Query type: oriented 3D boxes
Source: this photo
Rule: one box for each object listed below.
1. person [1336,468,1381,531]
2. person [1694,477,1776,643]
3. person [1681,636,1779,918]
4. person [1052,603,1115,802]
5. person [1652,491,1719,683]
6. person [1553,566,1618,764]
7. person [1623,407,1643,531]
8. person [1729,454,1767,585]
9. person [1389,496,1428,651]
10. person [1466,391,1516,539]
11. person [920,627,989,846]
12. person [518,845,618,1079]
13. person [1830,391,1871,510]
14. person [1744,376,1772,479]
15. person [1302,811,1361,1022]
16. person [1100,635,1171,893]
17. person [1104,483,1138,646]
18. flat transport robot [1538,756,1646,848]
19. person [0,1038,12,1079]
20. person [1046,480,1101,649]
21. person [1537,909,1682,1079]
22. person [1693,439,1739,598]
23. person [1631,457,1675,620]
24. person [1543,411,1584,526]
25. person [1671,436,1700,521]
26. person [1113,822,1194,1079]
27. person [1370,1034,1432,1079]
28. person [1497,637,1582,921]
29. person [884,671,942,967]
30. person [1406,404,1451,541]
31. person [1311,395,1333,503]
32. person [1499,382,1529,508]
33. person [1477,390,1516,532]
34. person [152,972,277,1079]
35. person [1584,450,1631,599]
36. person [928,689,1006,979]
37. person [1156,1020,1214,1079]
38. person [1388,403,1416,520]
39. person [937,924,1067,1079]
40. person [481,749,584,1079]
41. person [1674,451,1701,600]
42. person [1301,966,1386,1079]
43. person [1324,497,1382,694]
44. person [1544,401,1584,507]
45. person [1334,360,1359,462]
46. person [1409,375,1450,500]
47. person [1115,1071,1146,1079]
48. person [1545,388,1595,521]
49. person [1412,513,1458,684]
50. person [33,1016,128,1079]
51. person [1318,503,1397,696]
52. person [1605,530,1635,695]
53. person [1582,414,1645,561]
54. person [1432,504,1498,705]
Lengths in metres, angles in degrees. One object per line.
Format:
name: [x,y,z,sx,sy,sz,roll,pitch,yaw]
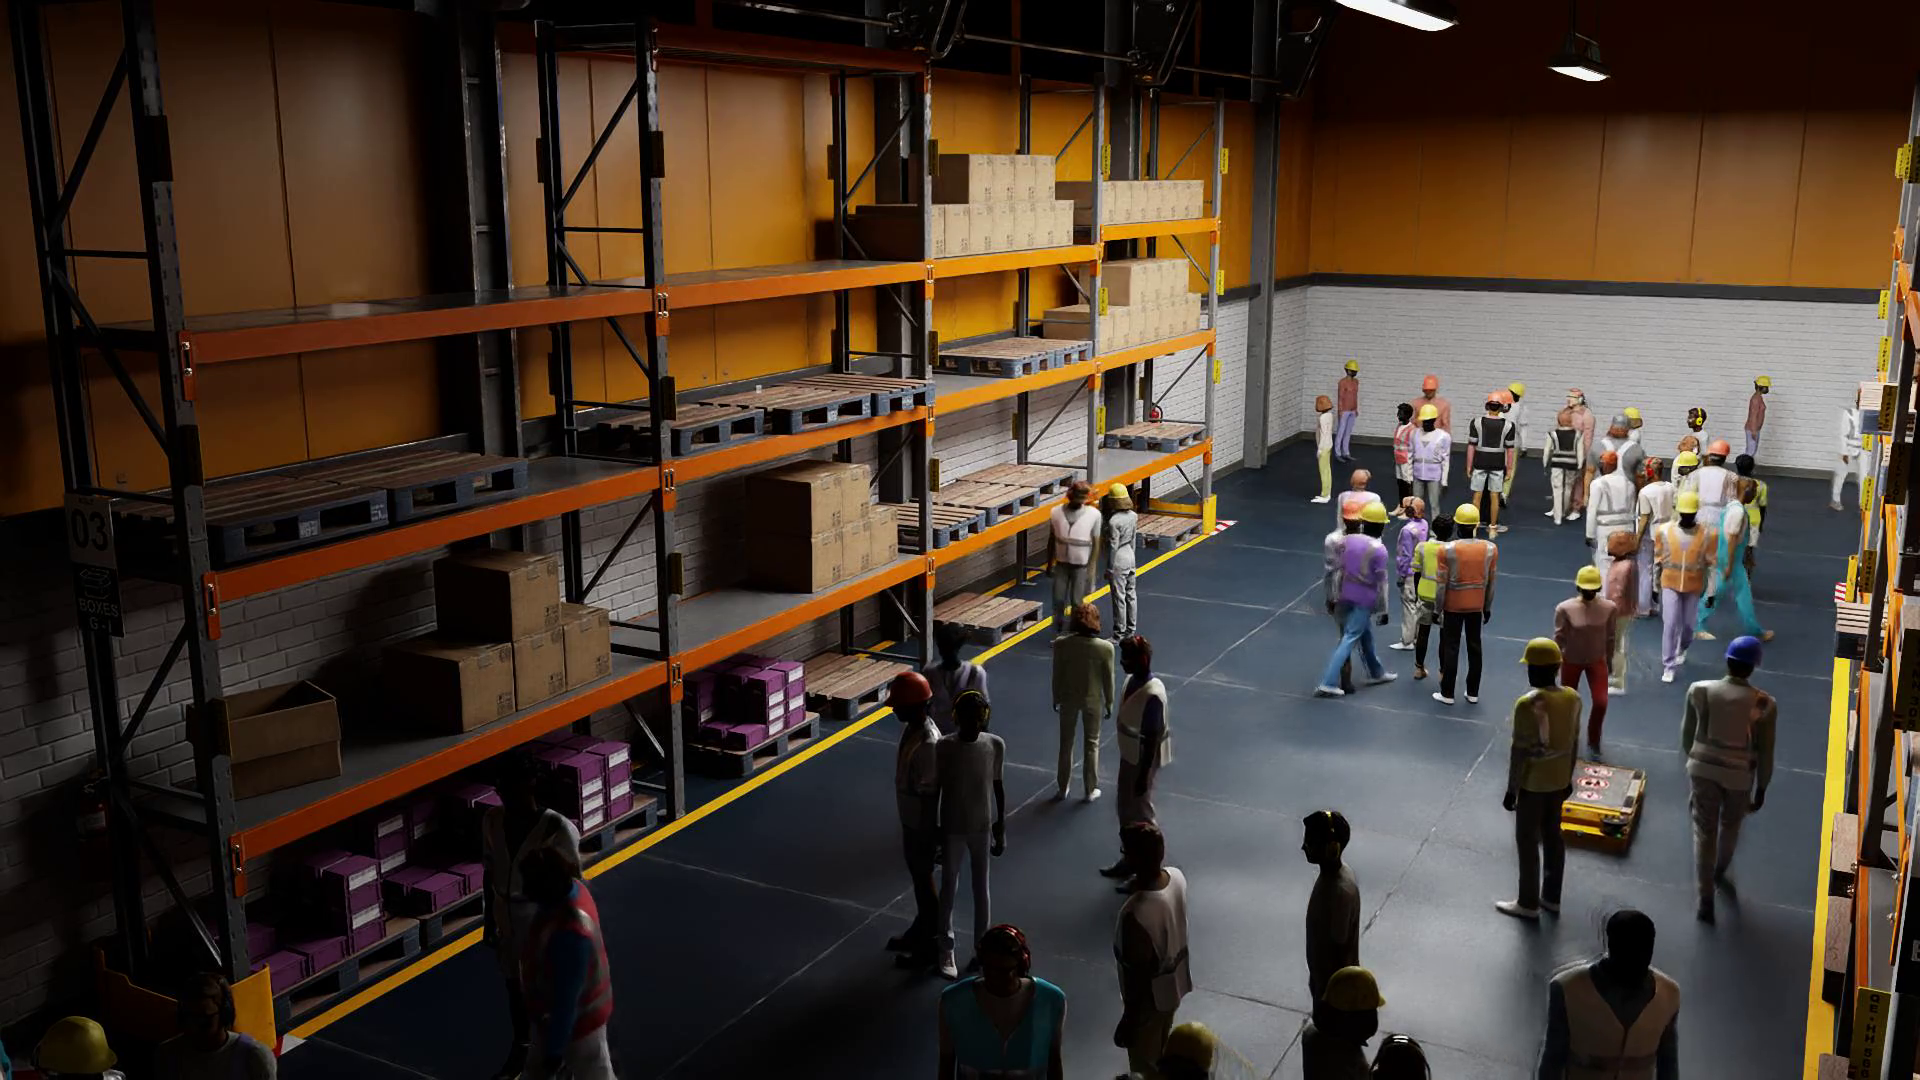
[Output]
person: [4.574,-0.013,19.086,0.545,1.622,0.378,8,15,30]
person: [8.247,0.222,17.707,0.863,1.792,0.546,2,13,10]
person: [5.255,1.569,11.429,0.593,1.878,1.010,6,14,26]
person: [0.981,1.292,13.267,0.503,1.622,0.299,3,13,11]
person: [7.194,0.423,16.544,0.600,1.901,0.818,5,14,23]
person: [5.298,1.039,14.174,0.534,1.727,0.576,2,13,8]
person: [9.332,-0.989,23.240,0.321,1.737,0.488,5,14,22]
person: [9.349,-0.195,19.872,0.530,1.650,0.880,3,13,13]
person: [4.734,0.348,17.459,0.307,1.639,0.525,9,15,35]
person: [7.231,-1.016,22.698,0.612,2.029,0.407,4,13,16]
person: [-0.037,1.423,12.561,0.550,1.672,0.626,2,13,7]
person: [-2.037,2.350,8.140,0.932,1.792,0.644,-4,13,-17]
person: [13.124,-1.284,24.335,0.573,1.833,0.994,1,13,3]
person: [12.742,-1.755,26.616,0.343,1.757,0.532,8,15,31]
person: [1.854,2.253,8.437,0.325,1.861,0.513,1,13,4]
person: [1.247,1.552,11.631,0.416,1.836,0.566,-3,13,-11]
person: [1.685,0.257,17.649,0.311,1.736,0.483,9,16,36]
flat transport robot: [4.960,2.024,13.045,0.652,0.197,1.431,6,14,27]
person: [-4.222,2.591,6.993,0.429,1.832,0.634,3,13,14]
person: [1.165,0.272,17.385,0.600,1.822,0.511,5,13,20]
person: [2.834,2.488,7.265,0.611,1.902,0.461,-1,13,-5]
person: [8.756,-0.227,19.411,0.584,1.916,0.440,9,15,34]
person: [7.740,-0.010,18.613,0.563,1.838,0.390,-10,16,-36]
person: [8.598,-1.043,23.767,0.527,1.594,0.776,2,13,11]
person: [9.350,-0.548,21.499,0.506,1.630,0.277,-9,15,-34]
person: [0.953,2.291,8.307,0.390,1.838,0.563,7,14,27]
person: [1.632,2.742,6.297,0.504,1.840,0.341,1,13,6]
person: [3.906,1.601,11.244,0.597,1.913,0.434,-8,15,-32]
person: [-0.284,1.751,10.531,0.390,1.927,0.548,-3,13,-13]
person: [6.233,-0.860,22.219,0.588,1.925,0.376,10,16,37]
person: [5.502,-1.381,25.212,0.279,1.631,0.504,6,14,25]
person: [8.115,-1.418,24.832,0.630,1.875,0.670,10,16,38]
person: [7.489,-1.106,23.191,0.408,1.986,0.617,-2,13,-10]
person: [-3.017,2.625,6.797,0.507,1.846,0.343,0,13,0]
person: [7.372,-0.102,19.031,0.594,1.847,0.724,-8,15,-32]
person: [0.045,1.821,10.372,0.510,1.860,0.333,-3,13,-13]
person: [0.802,2.724,6.576,0.545,1.729,0.668,-8,15,-31]
person: [6.413,-1.137,23.995,0.319,1.690,0.537,-3,13,-11]
person: [0.181,2.520,7.279,0.565,1.841,0.396,-1,13,-5]
person: [-2.332,2.069,9.012,0.616,1.964,0.361,5,13,21]
person: [8.495,-0.171,19.518,0.339,1.761,0.524,4,13,16]
person: [1.606,2.622,7.075,0.343,1.736,0.486,-4,13,-17]
person: [3.826,0.477,16.334,0.539,1.897,0.984,0,13,1]
person: [9.050,-1.338,24.902,0.697,1.677,0.550,9,15,34]
person: [6.715,-2.230,28.719,0.532,1.765,0.328,-11,17,-41]
person: [6.978,-1.481,24.892,0.633,1.978,0.437,7,14,27]
person: [0.500,2.769,5.711,0.795,2.000,1.043,-4,13,-17]
person: [8.796,-1.247,23.984,0.407,1.913,0.641,-7,14,-27]
person: [4.699,0.568,16.335,0.540,1.698,0.317,10,16,39]
person: [-3.409,2.704,6.499,0.403,1.824,0.591,5,13,20]
person: [3.858,0.566,15.995,1.027,1.869,0.597,-6,14,-23]
person: [6.258,0.703,15.922,0.357,1.619,0.501,2,13,9]
person: [8.237,-0.634,20.949,0.697,2.000,1.052,5,14,22]
person: [4.729,0.607,15.641,0.587,1.930,0.356,-2,13,-7]
